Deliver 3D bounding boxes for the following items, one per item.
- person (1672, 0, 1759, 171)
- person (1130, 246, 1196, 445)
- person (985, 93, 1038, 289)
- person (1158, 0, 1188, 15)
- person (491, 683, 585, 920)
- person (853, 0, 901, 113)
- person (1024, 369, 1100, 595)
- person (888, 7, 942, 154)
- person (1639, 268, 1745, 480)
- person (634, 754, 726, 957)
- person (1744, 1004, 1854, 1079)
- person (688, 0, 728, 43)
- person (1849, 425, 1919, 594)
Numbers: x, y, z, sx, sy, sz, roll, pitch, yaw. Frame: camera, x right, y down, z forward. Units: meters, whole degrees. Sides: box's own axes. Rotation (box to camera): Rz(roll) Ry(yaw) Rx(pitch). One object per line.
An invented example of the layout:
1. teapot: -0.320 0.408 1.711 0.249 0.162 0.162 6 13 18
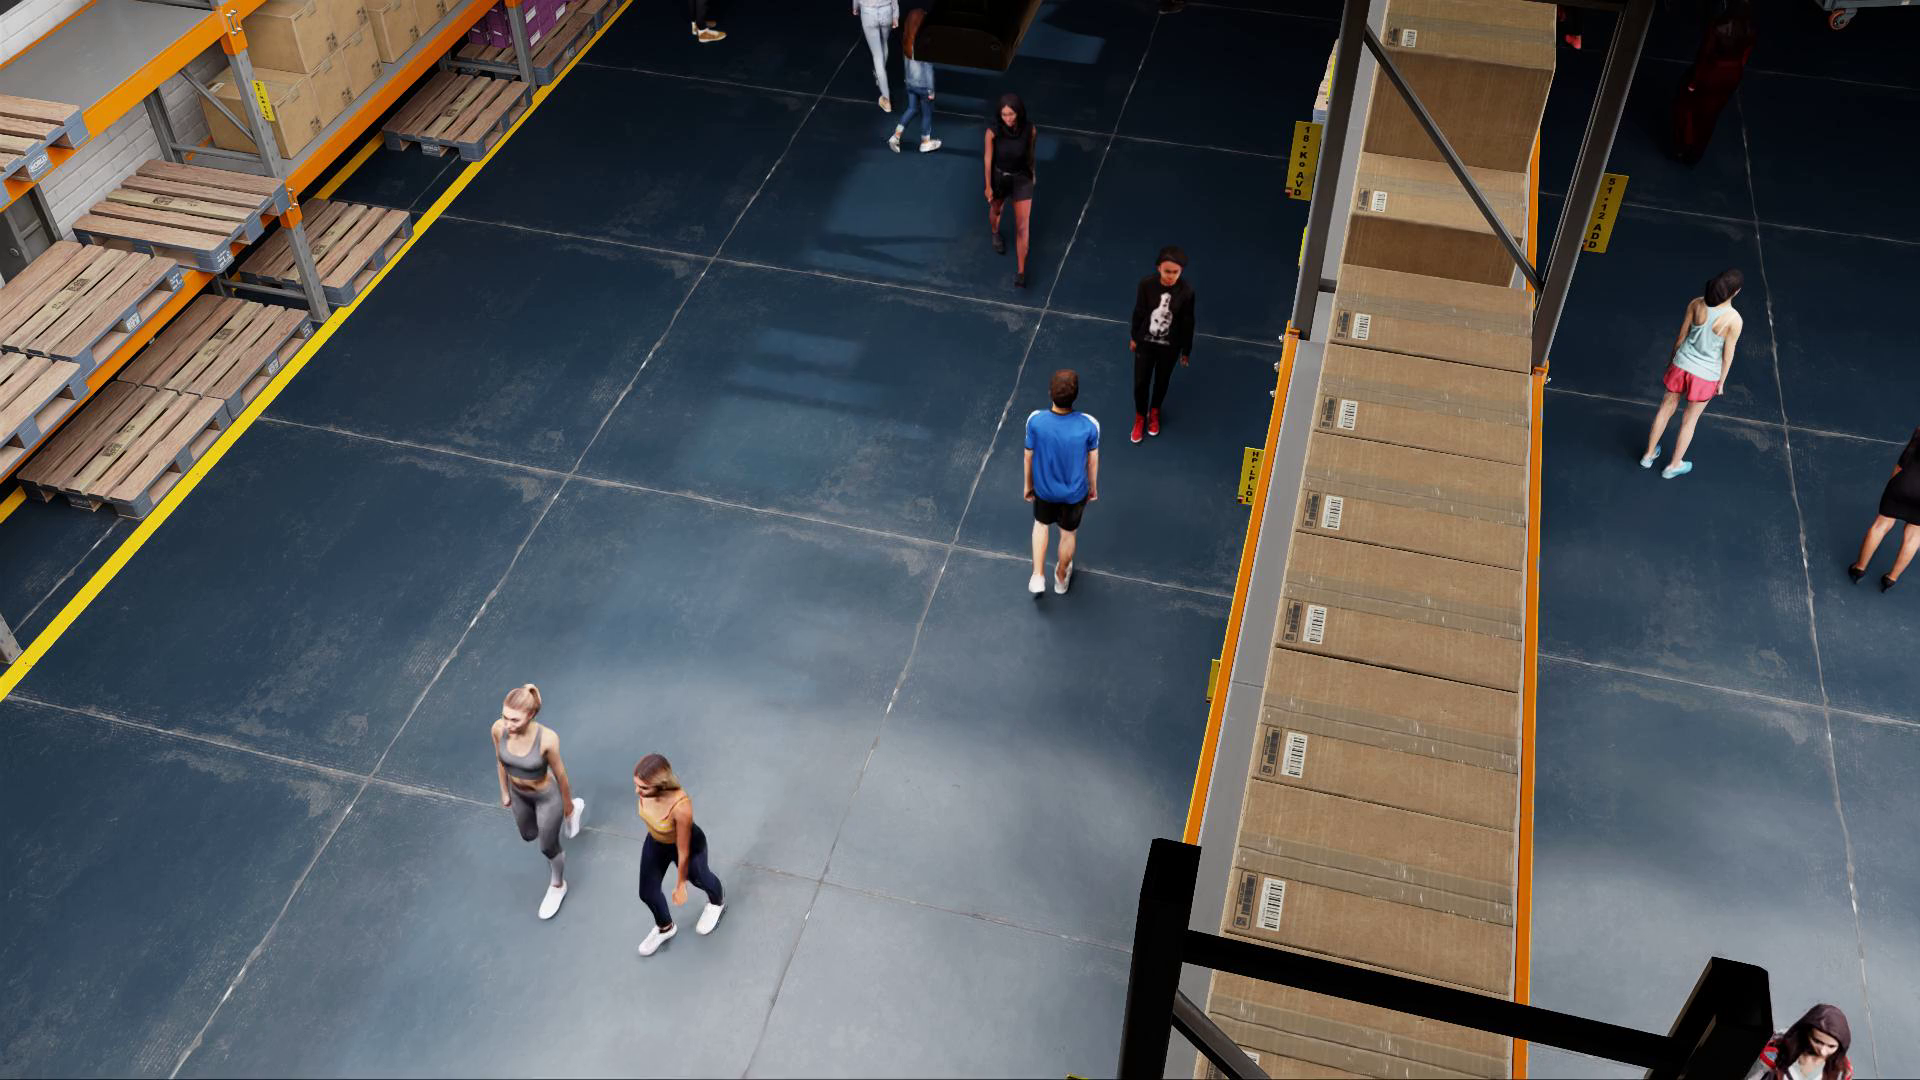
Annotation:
1. person: 6.906 -4.152 15.175 0.788 1.747 0.808 -3 44 -3
2. person: 1.504 -1.536 12.489 0.647 1.665 0.664 7 44 7
3. person: 0.405 -3.051 14.062 0.923 1.689 1.288 -8 44 -8
4. person: 2.249 -6.390 17.518 0.829 1.756 0.743 -26 49 -25
5. person: -2.356 1.382 9.406 0.600 1.693 0.917 13 45 13
6. person: -0.779 -4.973 16.027 0.910 1.760 1.080 -12 45 -12
7. person: 0.654 -0.302 11.057 0.682 1.853 0.834 8 44 8
8. person: -0.436 -4.227 15.459 0.915 1.464 0.820 -29 51 -27
9. person: 5.343 -1.220 12.085 0.715 1.764 0.689 -32 52 -29
10. person: -1.507 1.652 9.185 0.789 1.605 0.908 27 50 26
11. person: 3.971 2.685 8.128 0.722 1.568 1.126 17 46 17
12. person: -2.725 -6.063 17.080 0.805 1.887 0.710 -14 45 -15
13. person: 6.442 -0.318 11.204 0.566 1.674 0.521 16 46 16
